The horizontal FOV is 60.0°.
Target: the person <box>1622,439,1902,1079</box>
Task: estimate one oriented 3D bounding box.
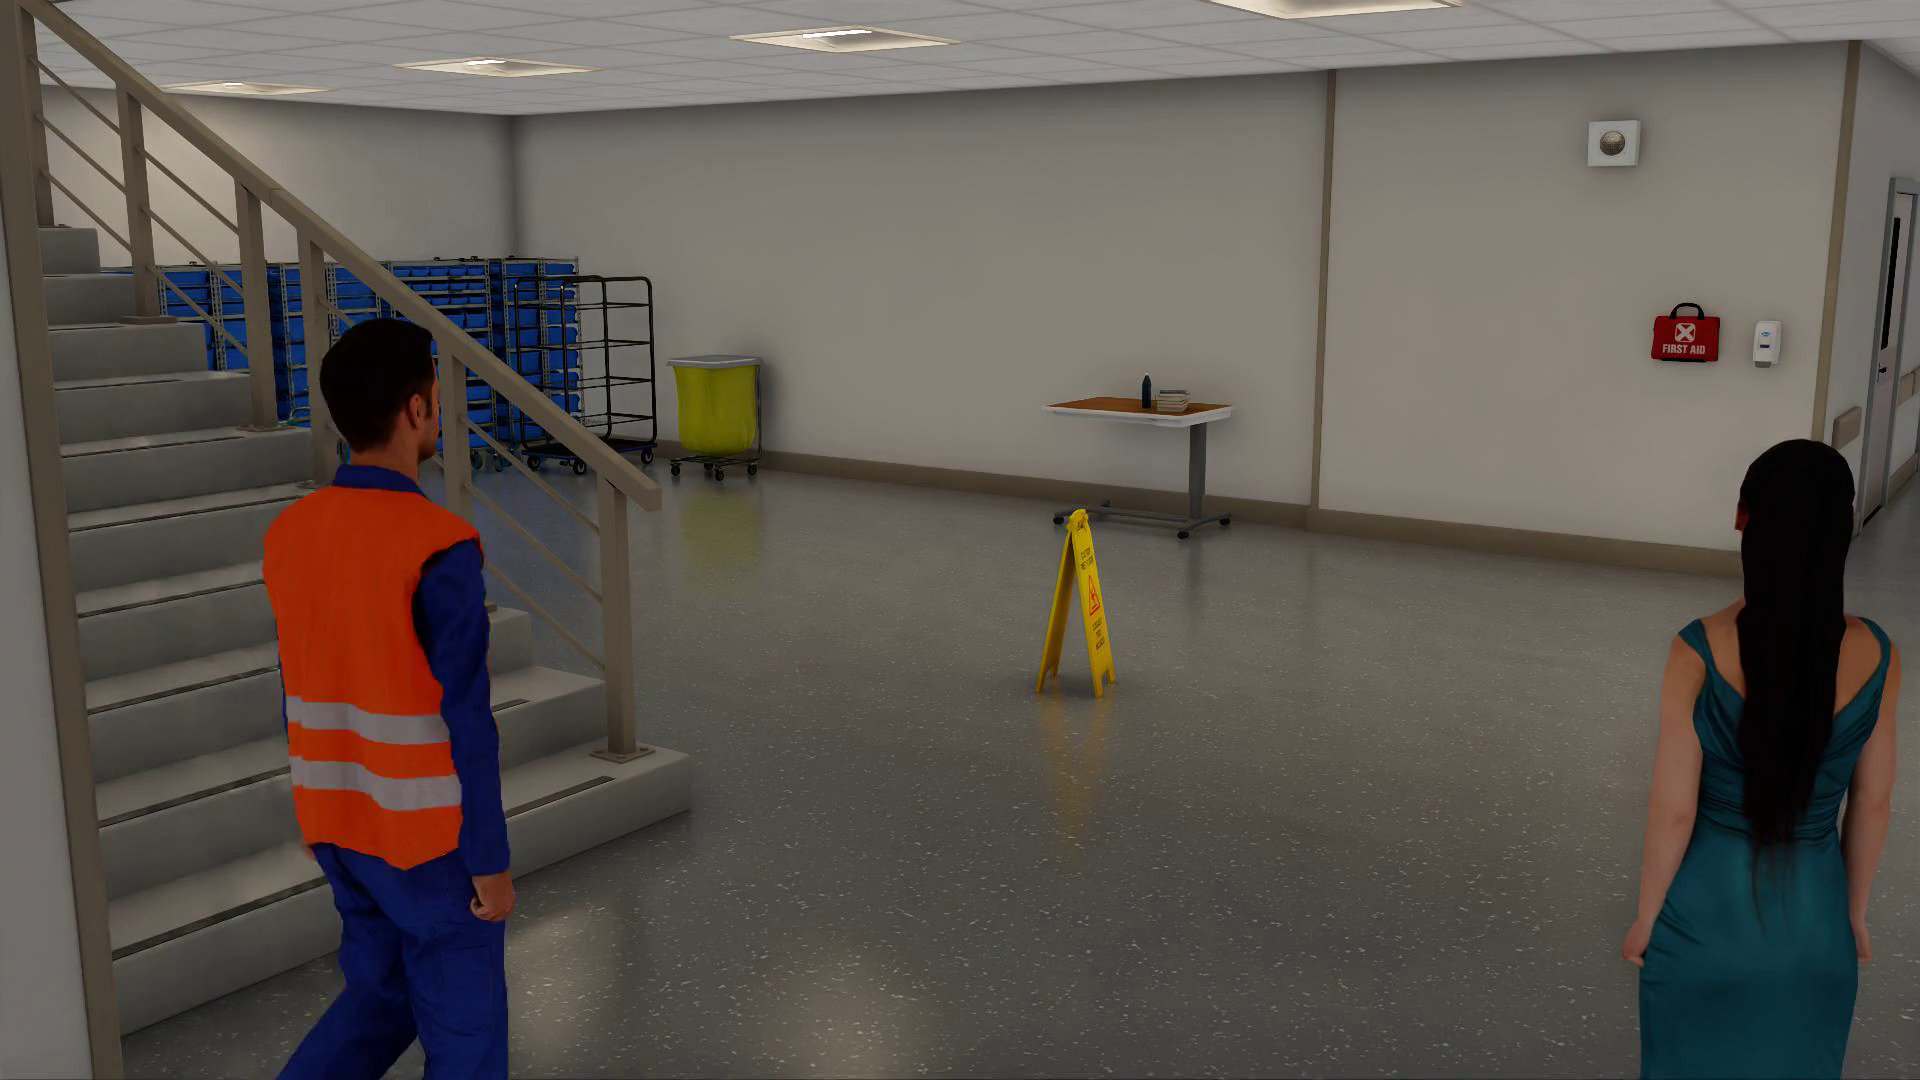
[{"bbox_3d":[1.320,0.664,2.775,0.579,1.687,0.681,1,11,3],"label":"person"}]

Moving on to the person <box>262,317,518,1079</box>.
[{"bbox_3d":[-1.047,0.560,2.903,0.884,1.845,0.748,7,13,32],"label":"person"}]
